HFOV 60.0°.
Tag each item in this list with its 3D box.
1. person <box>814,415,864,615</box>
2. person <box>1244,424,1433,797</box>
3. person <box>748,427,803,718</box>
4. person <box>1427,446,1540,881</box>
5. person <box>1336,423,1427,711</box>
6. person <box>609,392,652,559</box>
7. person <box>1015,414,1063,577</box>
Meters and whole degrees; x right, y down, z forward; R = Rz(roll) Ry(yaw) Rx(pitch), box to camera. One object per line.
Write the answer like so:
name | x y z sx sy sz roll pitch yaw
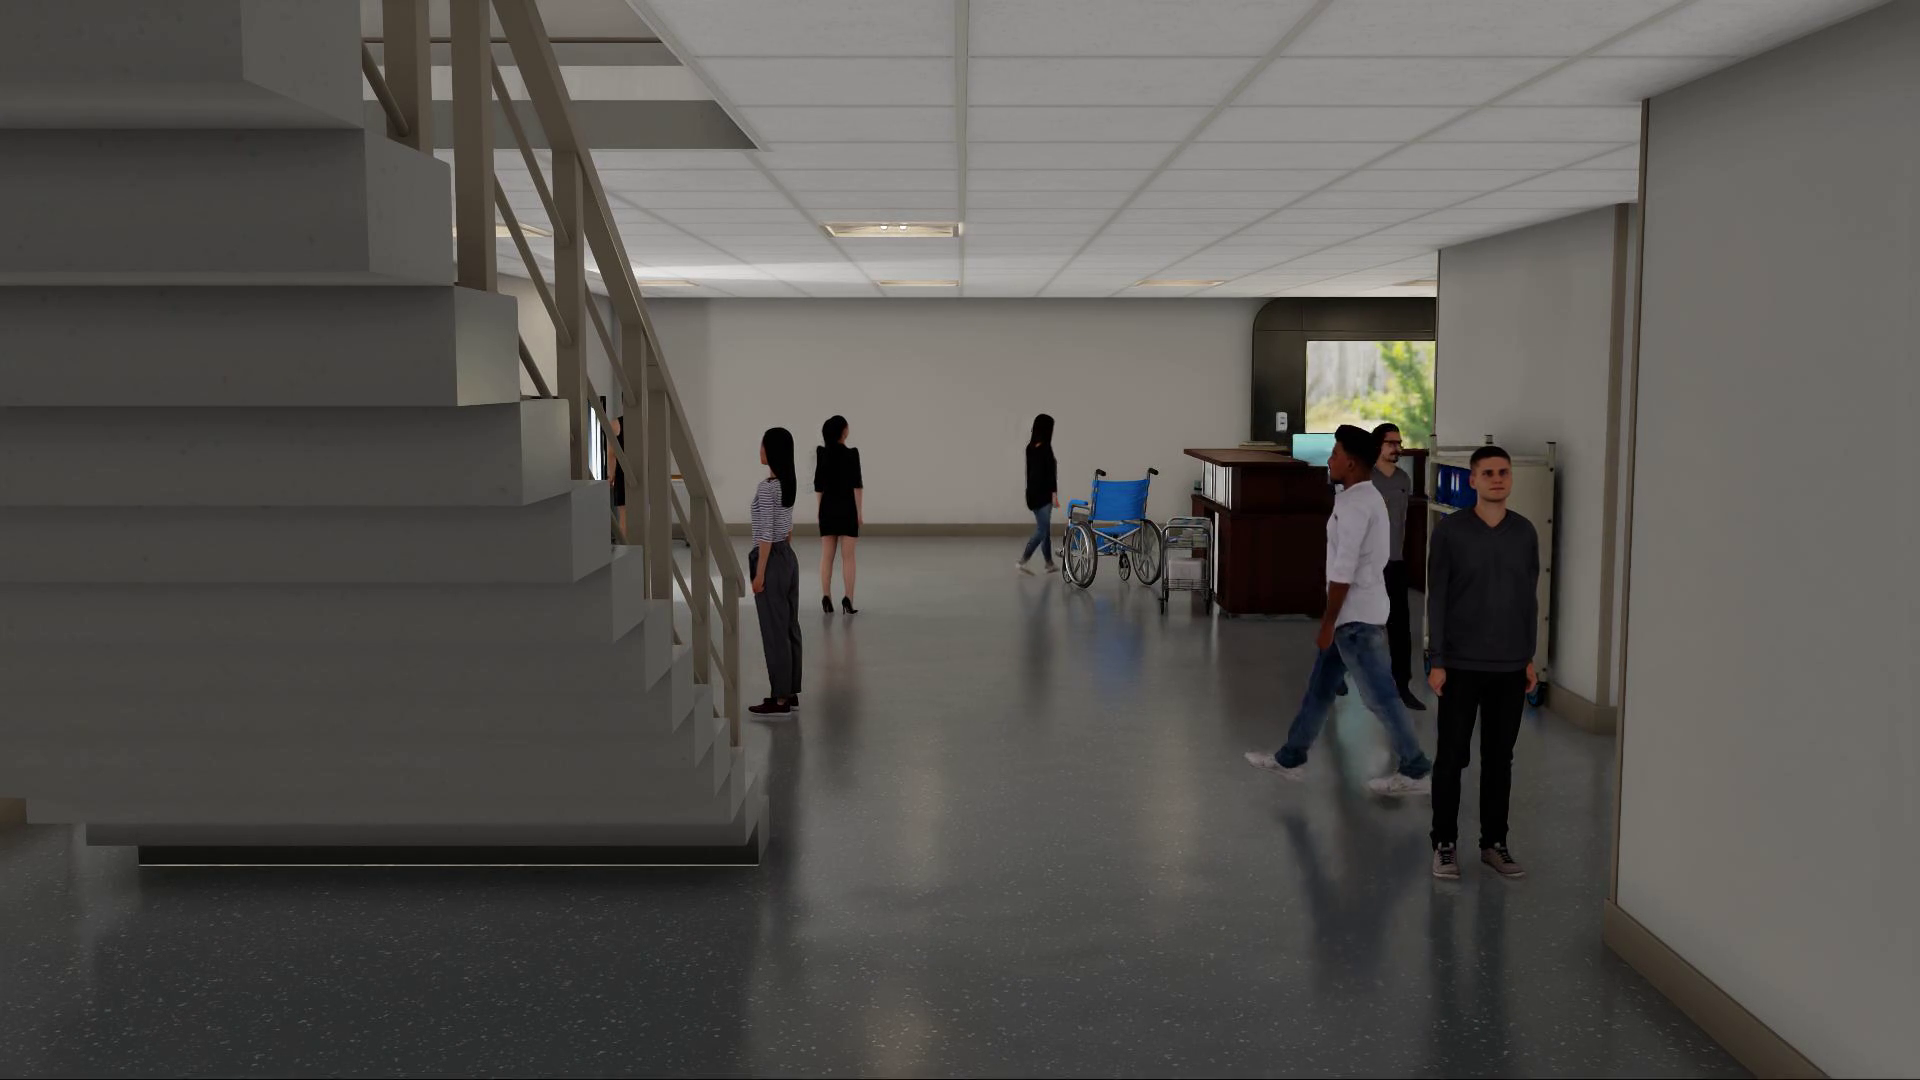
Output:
person | -1.038 -0.219 14.213 0.668 1.696 0.659 2 6 23
person | 1.978 0.374 7.962 0.998 1.768 1.182 2 6 21
person | -1.095 0.185 10.011 0.719 1.734 0.555 2 6 16
person | 2.139 0.493 6.816 0.622 1.760 0.539 0 6 -3
person | 2.523 0.159 10.330 0.905 1.722 1.229 -2 6 -20
person | -3.602 -0.727 18.280 0.751 1.892 0.724 -2 6 -21
person | 0.773 -0.440 16.743 0.936 1.629 0.949 -4 7 -32
